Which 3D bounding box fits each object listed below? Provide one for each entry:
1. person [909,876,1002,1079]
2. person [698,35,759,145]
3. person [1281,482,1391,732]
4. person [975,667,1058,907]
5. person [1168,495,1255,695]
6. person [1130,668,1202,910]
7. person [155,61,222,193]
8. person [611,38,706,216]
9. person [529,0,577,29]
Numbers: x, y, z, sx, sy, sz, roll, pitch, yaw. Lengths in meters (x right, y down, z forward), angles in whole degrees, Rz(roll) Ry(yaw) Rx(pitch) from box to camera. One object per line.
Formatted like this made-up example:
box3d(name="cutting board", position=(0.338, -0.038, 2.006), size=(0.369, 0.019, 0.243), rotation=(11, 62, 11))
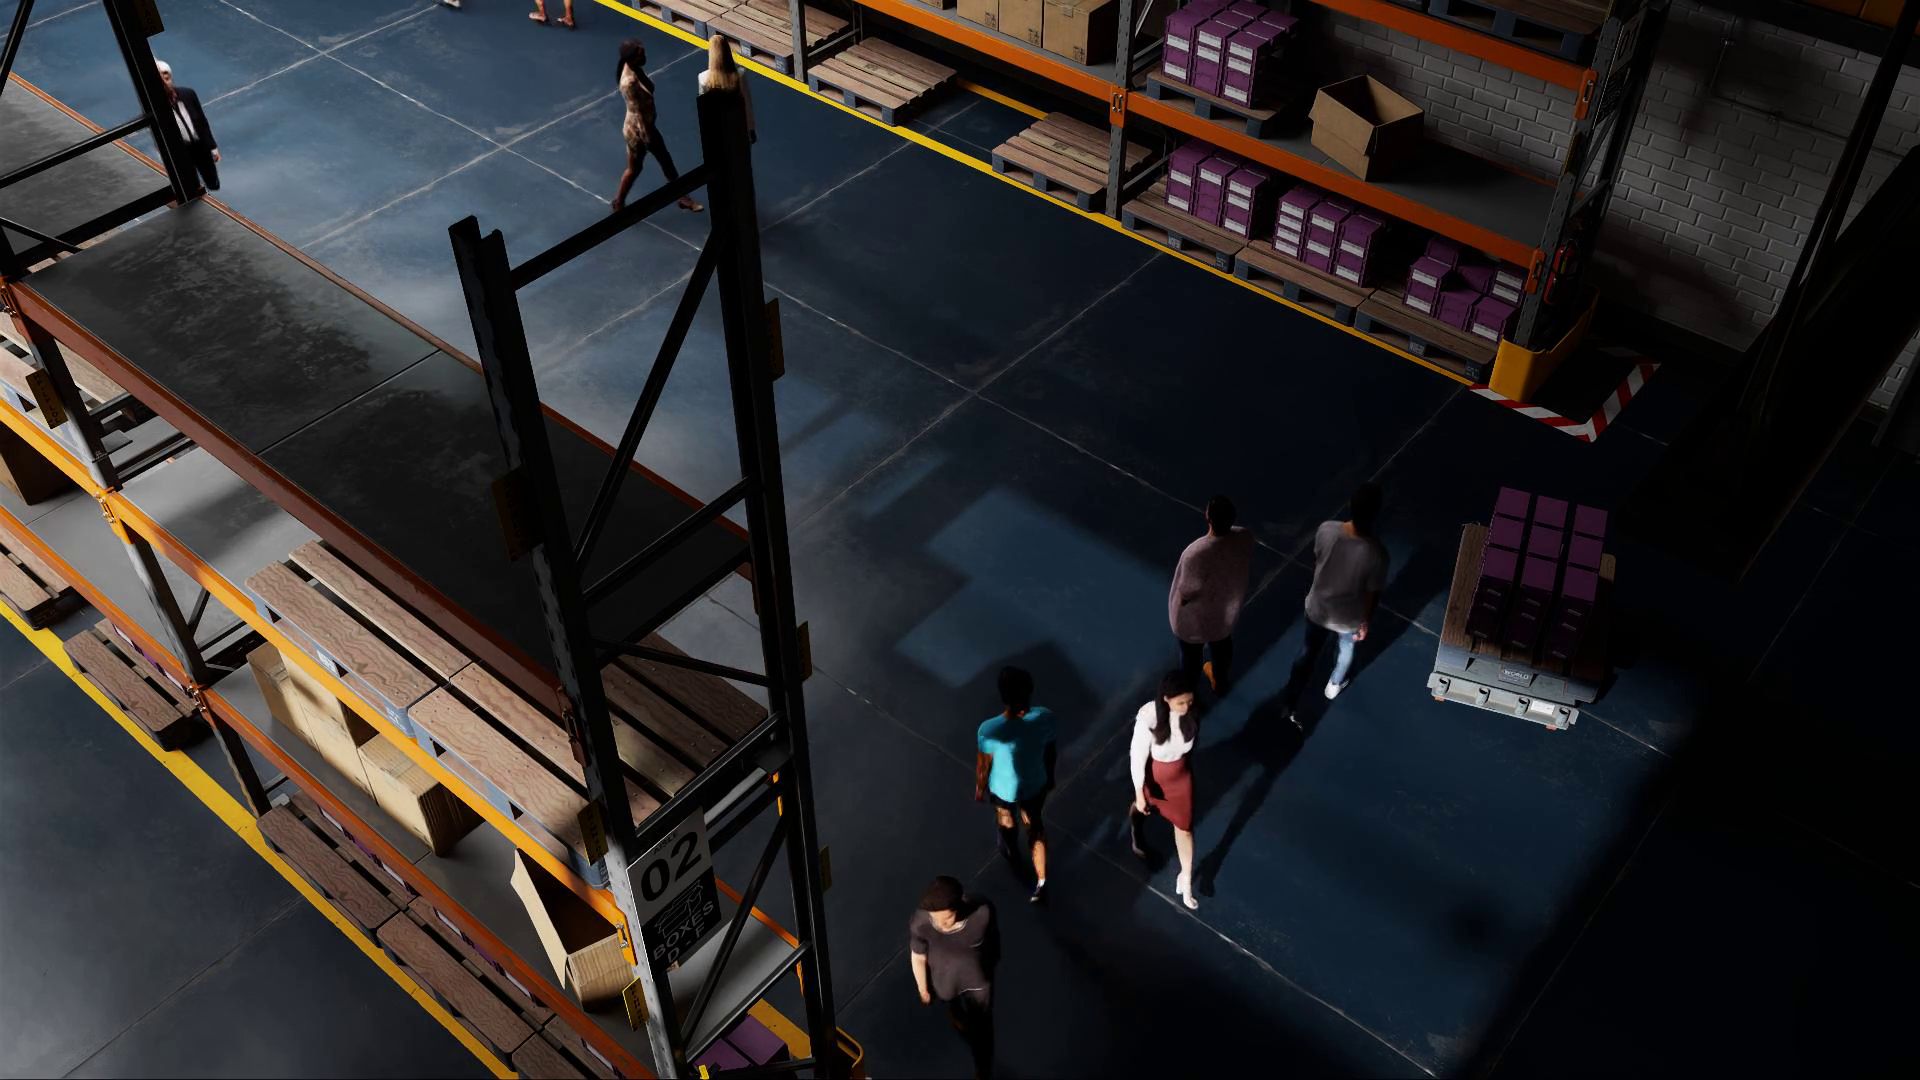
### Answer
box3d(name="person", position=(-0.024, 2.188, 8.765), size=(1.052, 1.659, 1.145), rotation=(-8, 44, -8))
box3d(name="person", position=(-2.004, -3.497, 14.611), size=(0.949, 1.826, 1.107), rotation=(-13, 45, -13))
box3d(name="person", position=(2.326, 0.453, 10.438), size=(1.070, 1.863, 0.844), rotation=(21, 48, 21))
box3d(name="person", position=(0.357, 1.456, 9.467), size=(0.943, 1.751, 1.061), rotation=(-11, 45, -11))
box3d(name="person", position=(1.592, 0.377, 10.605), size=(0.778, 1.743, 0.768), rotation=(-19, 47, -19))
box3d(name="person", position=(1.123, 1.321, 9.629), size=(0.885, 1.723, 1.013), rotation=(-13, 45, -14))
box3d(name="person", position=(-6.846, -3.400, 14.633), size=(0.789, 1.754, 1.001), rotation=(-32, 52, -29))
box3d(name="person", position=(-2.912, -3.589, 14.771), size=(1.139, 1.739, 0.975), rotation=(3, 44, 3))
box3d(name="person", position=(-4.287, -6.208, 17.549), size=(0.765, 1.700, 0.604), rotation=(31, 51, 28))
